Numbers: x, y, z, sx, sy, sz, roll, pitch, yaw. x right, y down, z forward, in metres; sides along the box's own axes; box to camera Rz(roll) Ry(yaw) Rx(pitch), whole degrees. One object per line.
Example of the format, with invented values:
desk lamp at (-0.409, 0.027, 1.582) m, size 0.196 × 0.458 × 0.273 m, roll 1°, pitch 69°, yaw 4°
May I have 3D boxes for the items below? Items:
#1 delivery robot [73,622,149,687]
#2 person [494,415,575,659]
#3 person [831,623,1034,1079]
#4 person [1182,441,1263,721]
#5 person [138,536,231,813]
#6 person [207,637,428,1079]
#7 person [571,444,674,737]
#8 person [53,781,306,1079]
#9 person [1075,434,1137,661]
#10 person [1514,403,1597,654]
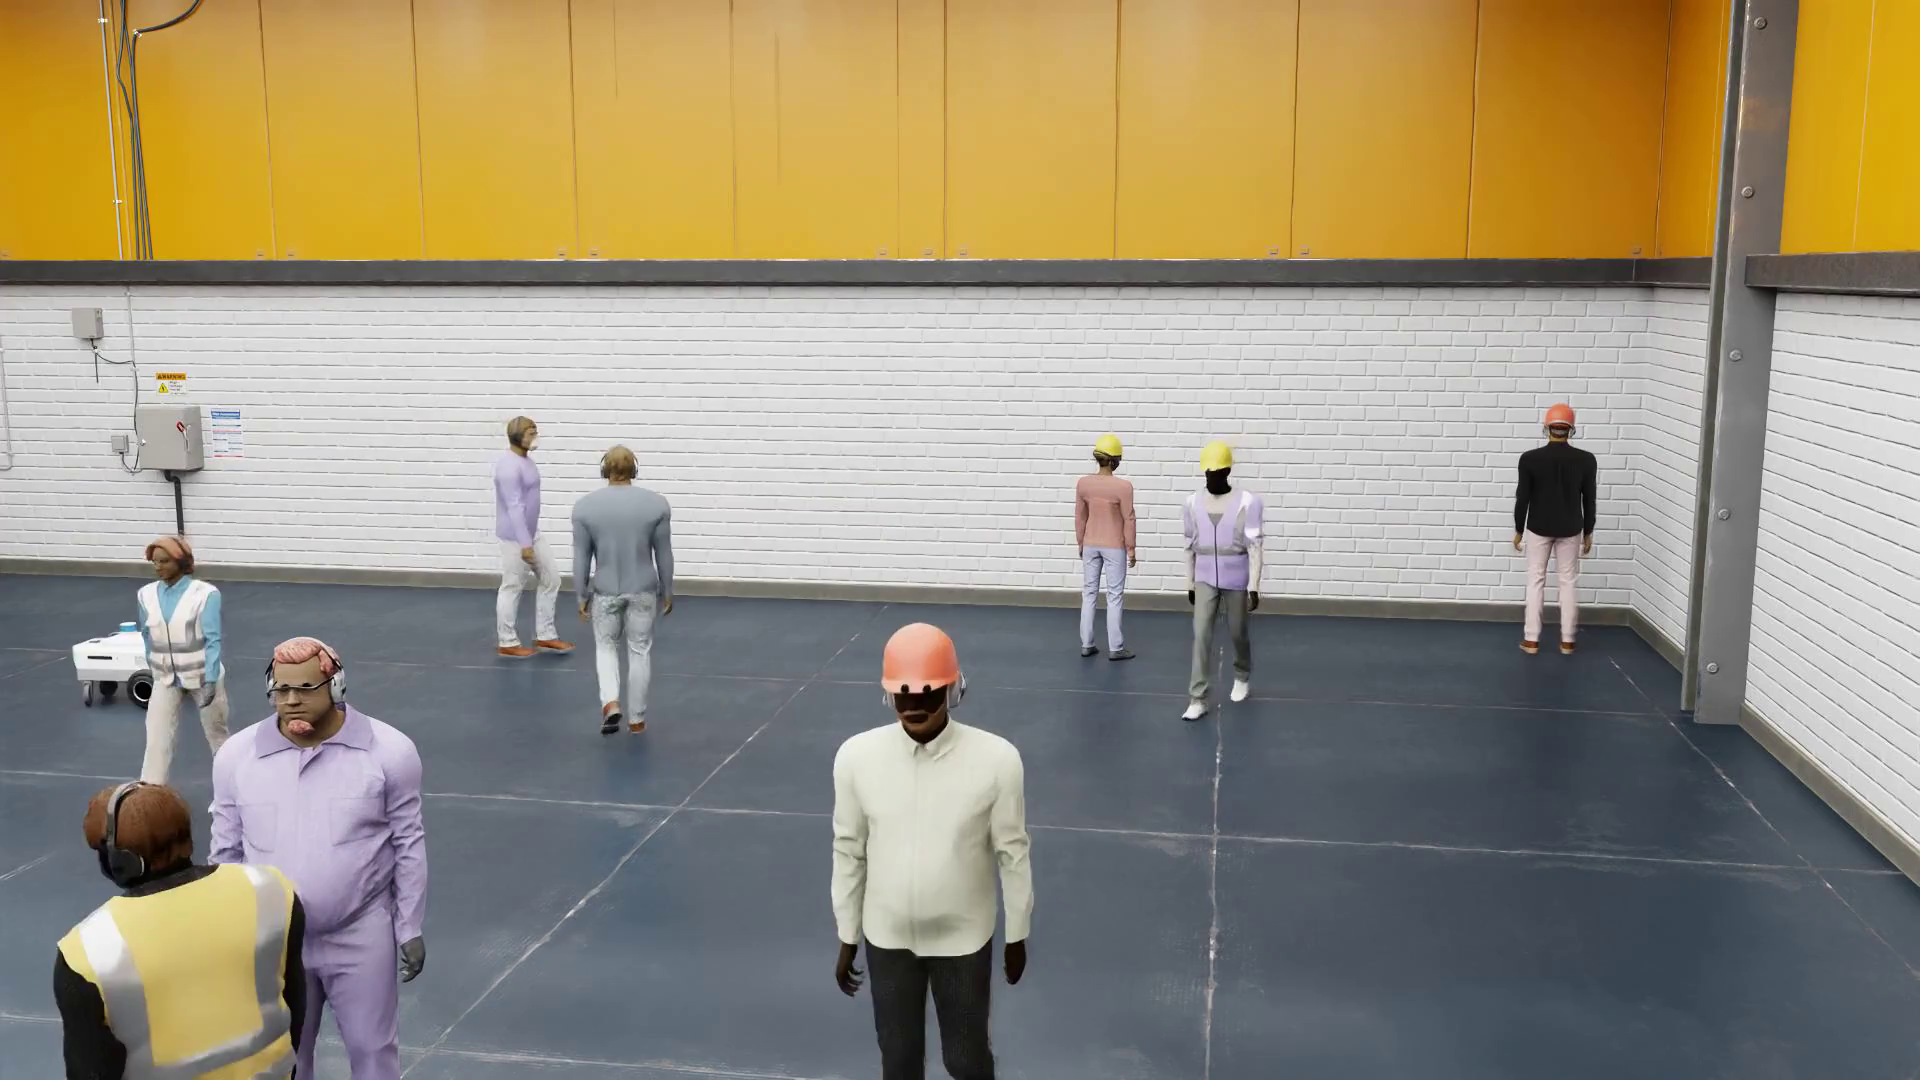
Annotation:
delivery robot at (-5.839, 0.822, 11.707) m, size 0.707 × 0.478 × 0.477 m, roll 1°, pitch 9°, yaw 6°
person at (-3.304, -0.007, 12.907) m, size 0.719 × 1.915 × 0.651 m, roll 1°, pitch 9°, yaw 4°
person at (-0.079, 1.204, 5.279) m, size 0.623 × 1.979 × 0.626 m, roll 2°, pitch 9°, yaw 9°
person at (1.817, 0.248, 11.470) m, size 0.604 × 1.887 × 0.965 m, roll 4°, pitch 10°, yaw 24°
person at (-4.247, 0.782, 9.044) m, size 0.528 × 1.594 × 0.859 m, roll 1°, pitch 9°, yaw 7°
person at (-2.021, 1.241, 5.255) m, size 0.651 × 1.907 × 0.409 m, roll -2°, pitch 9°, yaw -10°
person at (-2.162, 0.342, 10.744) m, size 0.642 × 1.923 × 0.478 m, roll -2°, pitch 9°, yaw -10°
person at (-1.943, 1.471, 4.251) m, size 0.635 × 1.783 × 1.013 m, roll -8°, pitch 12°, yaw -40°
person at (1.145, 0.059, 12.980) m, size 0.533 × 1.768 × 0.310 m, roll 7°, pitch 11°, yaw 35°
person at (4.708, -0.088, 13.178) m, size 0.620 × 1.992 × 0.393 m, roll 2°, pitch 9°, yaw 11°
